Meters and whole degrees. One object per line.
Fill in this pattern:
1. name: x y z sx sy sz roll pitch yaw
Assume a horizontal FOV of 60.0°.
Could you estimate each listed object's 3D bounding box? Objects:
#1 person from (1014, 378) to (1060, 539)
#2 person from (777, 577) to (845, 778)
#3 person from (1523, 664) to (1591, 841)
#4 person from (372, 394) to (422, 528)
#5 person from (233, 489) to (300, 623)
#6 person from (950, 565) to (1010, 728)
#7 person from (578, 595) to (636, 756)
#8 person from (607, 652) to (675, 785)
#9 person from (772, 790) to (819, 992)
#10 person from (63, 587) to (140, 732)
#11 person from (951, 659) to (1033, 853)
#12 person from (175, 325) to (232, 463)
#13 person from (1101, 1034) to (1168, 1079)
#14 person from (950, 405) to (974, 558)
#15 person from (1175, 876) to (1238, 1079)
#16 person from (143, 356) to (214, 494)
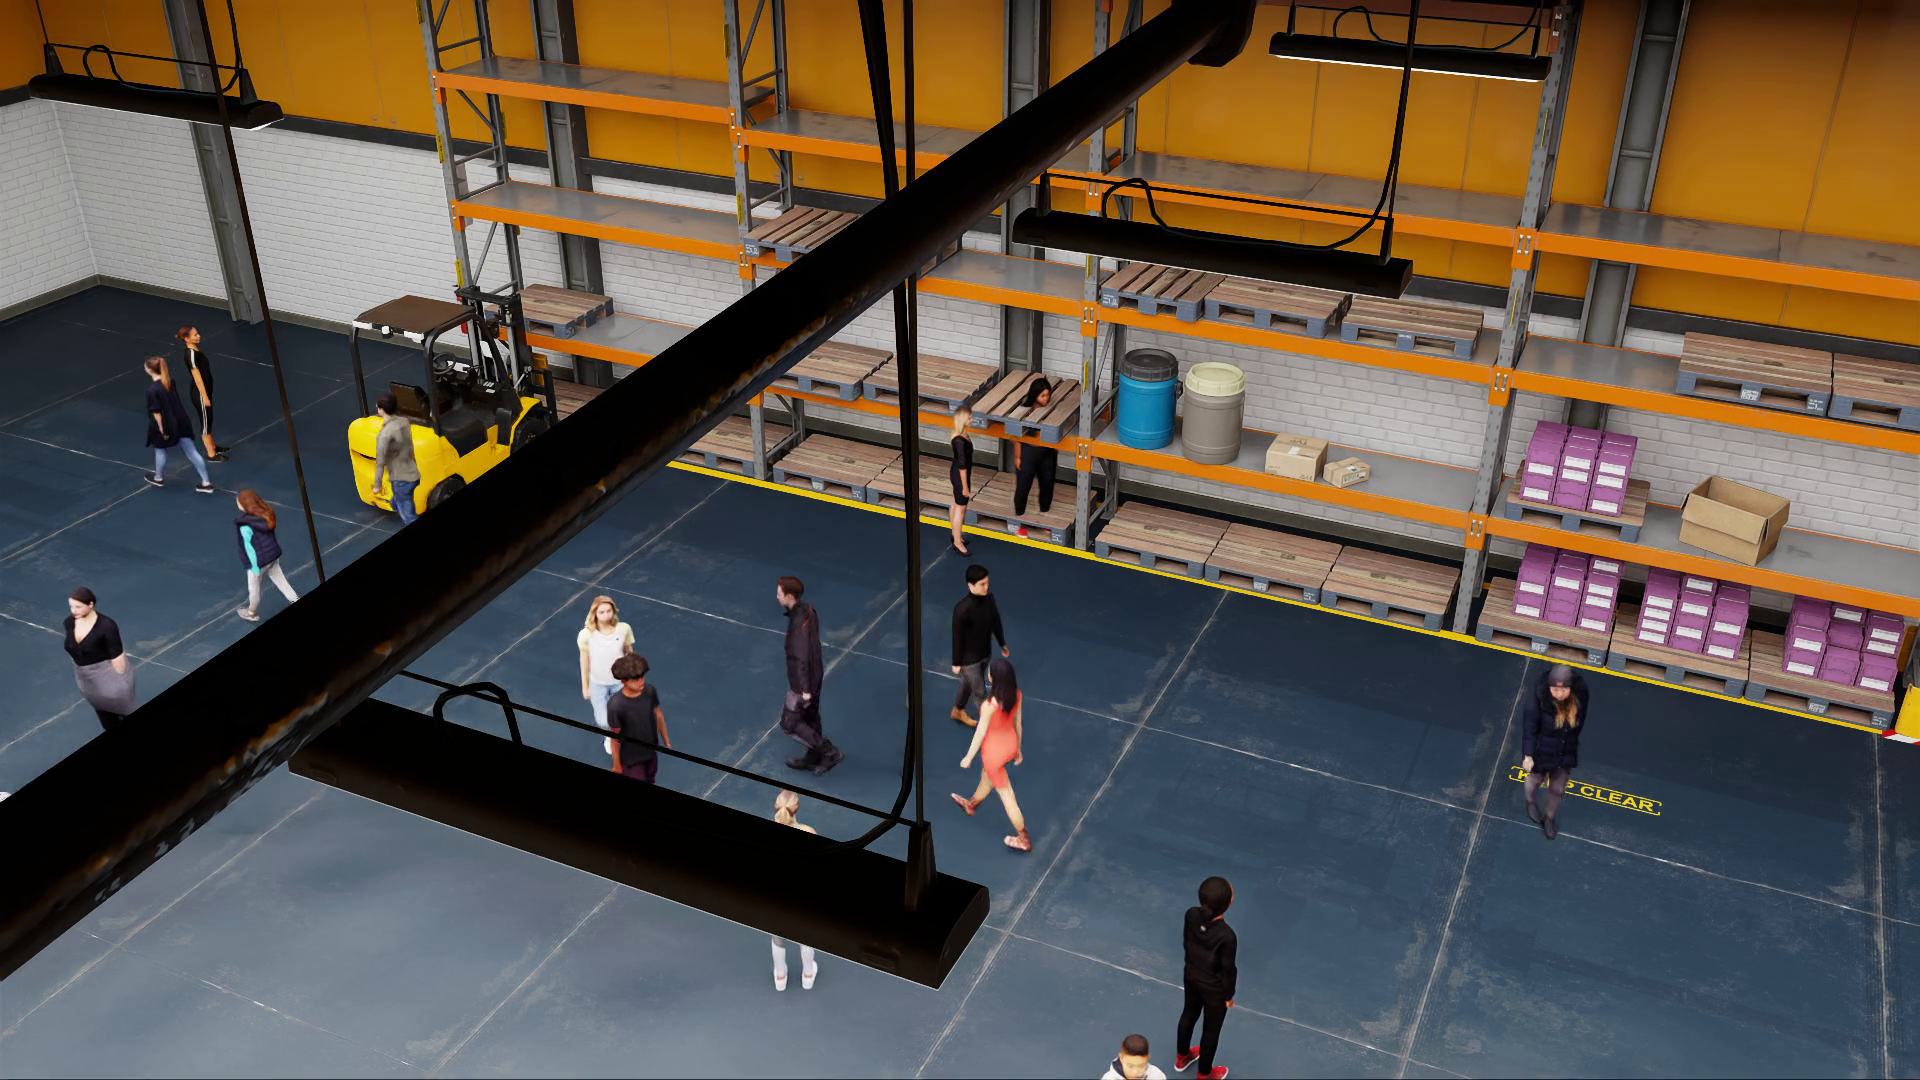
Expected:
1. person: 0.818 -0.911 17.833 0.771 1.813 0.837 -9 30 -16
2. person: -1.222 1.164 13.949 0.878 1.889 0.819 1 29 2
3. person: 4.748 1.618 13.379 0.813 1.638 0.885 -4 29 -8
4. person: -5.700 -0.625 17.271 0.780 1.848 0.807 1 29 2
5. person: -6.711 0.197 16.165 1.032 1.464 0.709 6 29 12
6. person: 0.078 0.947 14.549 1.075 1.695 0.808 20 34 31
7. person: -3.001 1.174 14.117 0.808 1.711 0.868 -13 31 -23
8. person: -2.615 1.626 13.230 0.657 1.766 0.678 17 33 28
9. person: -1.193 2.472 11.744 0.598 1.704 0.701 0 29 0
10. person: -7.247 1.150 14.117 0.621 1.753 0.765 8 30 14
11. person: 0.369 1.742 13.121 1.162 1.668 0.784 21 35 33
12. person: -8.889 -1.731 19.485 0.718 1.669 0.657 -10 30 -18
13. person: 1.014 3.538 10.054 0.632 1.452 0.711 -7 29 -13
14. person: 0.004 -0.638 17.473 0.615 1.678 0.613 -2 29 -4
15. person: 1.627 2.910 10.972 0.719 1.674 0.591 -22 35 -34
16. person: -8.753 -1.249 18.642 1.096 1.631 0.657 11 30 19
